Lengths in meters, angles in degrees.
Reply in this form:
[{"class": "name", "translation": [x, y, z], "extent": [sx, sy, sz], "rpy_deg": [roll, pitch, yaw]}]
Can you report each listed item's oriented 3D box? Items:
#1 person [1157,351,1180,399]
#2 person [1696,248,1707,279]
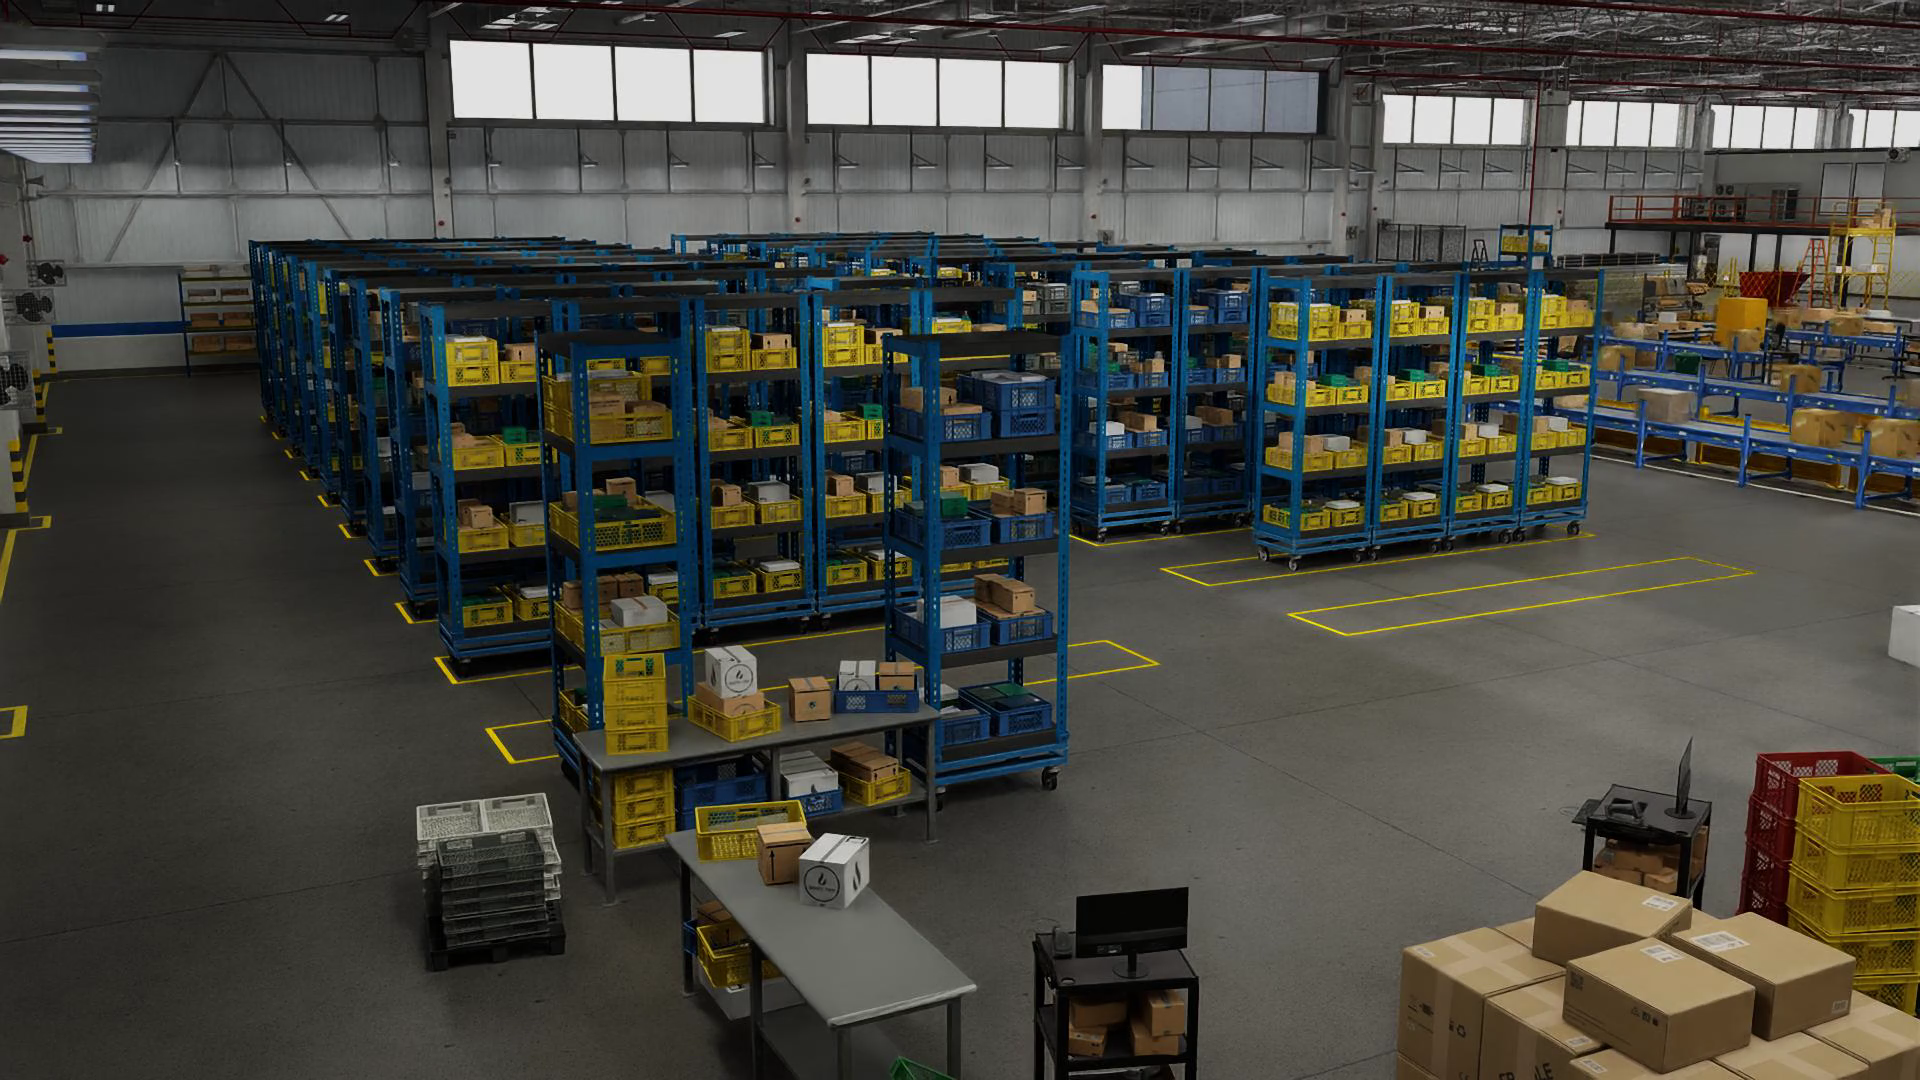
[{"class": "person", "translation": [4.645, -4.069, 36.838], "extent": [0.649, 1.906, 0.401], "rpy_deg": [-3, 12, -12]}, {"class": "person", "translation": [33.747, -12.363, 75.732], "extent": [0.586, 1.866, 0.719], "rpy_deg": [-6, 14, -27]}]
